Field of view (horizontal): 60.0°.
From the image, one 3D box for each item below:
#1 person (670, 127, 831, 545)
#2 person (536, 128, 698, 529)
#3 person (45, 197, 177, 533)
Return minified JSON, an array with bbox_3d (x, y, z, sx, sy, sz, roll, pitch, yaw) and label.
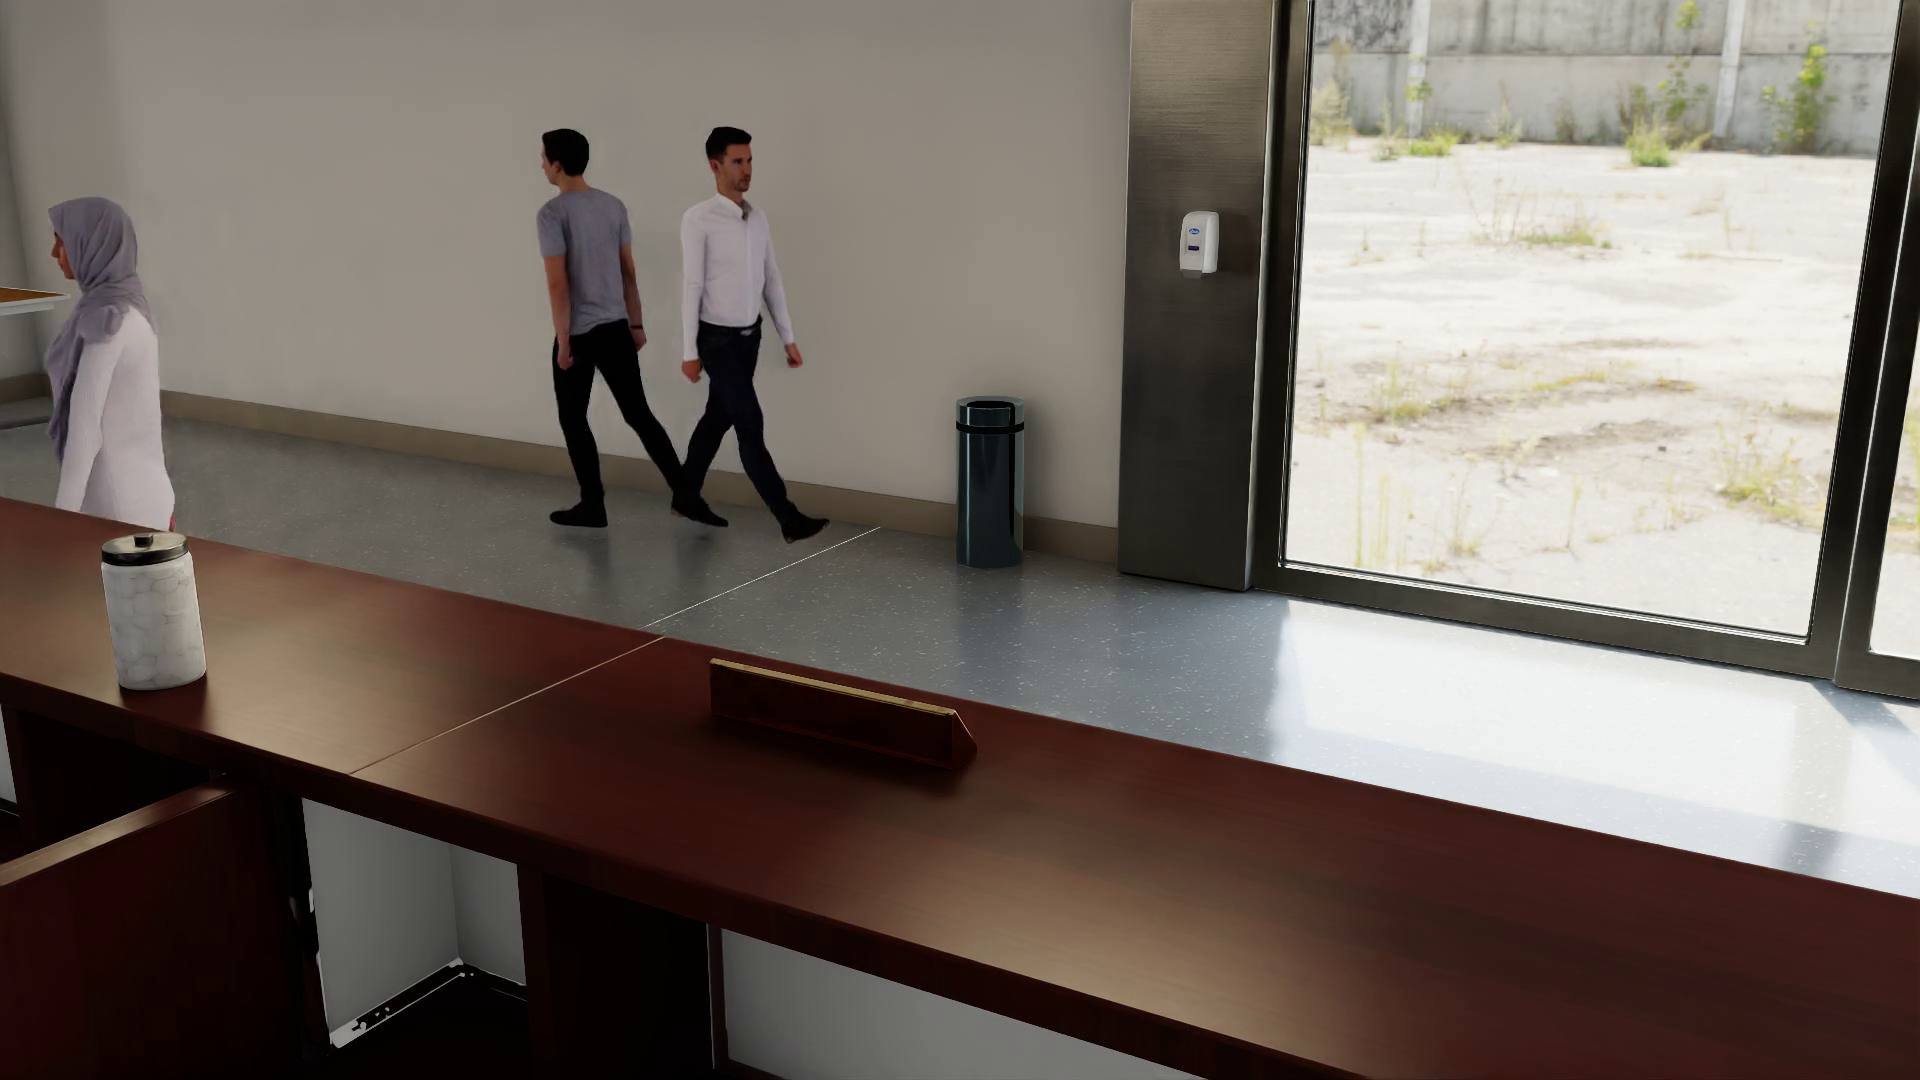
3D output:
[{"bbox_3d":[-1.102,-0.881,7.451,0.785,1.817,1.202,10,19,32],"label":"person"},{"bbox_3d":[-1.624,-0.922,7.641,0.889,1.833,0.936,14,21,41],"label":"person"},{"bbox_3d":[-2.294,-0.059,4.731,1.103,1.749,1.018,-5,17,-18],"label":"person"}]
